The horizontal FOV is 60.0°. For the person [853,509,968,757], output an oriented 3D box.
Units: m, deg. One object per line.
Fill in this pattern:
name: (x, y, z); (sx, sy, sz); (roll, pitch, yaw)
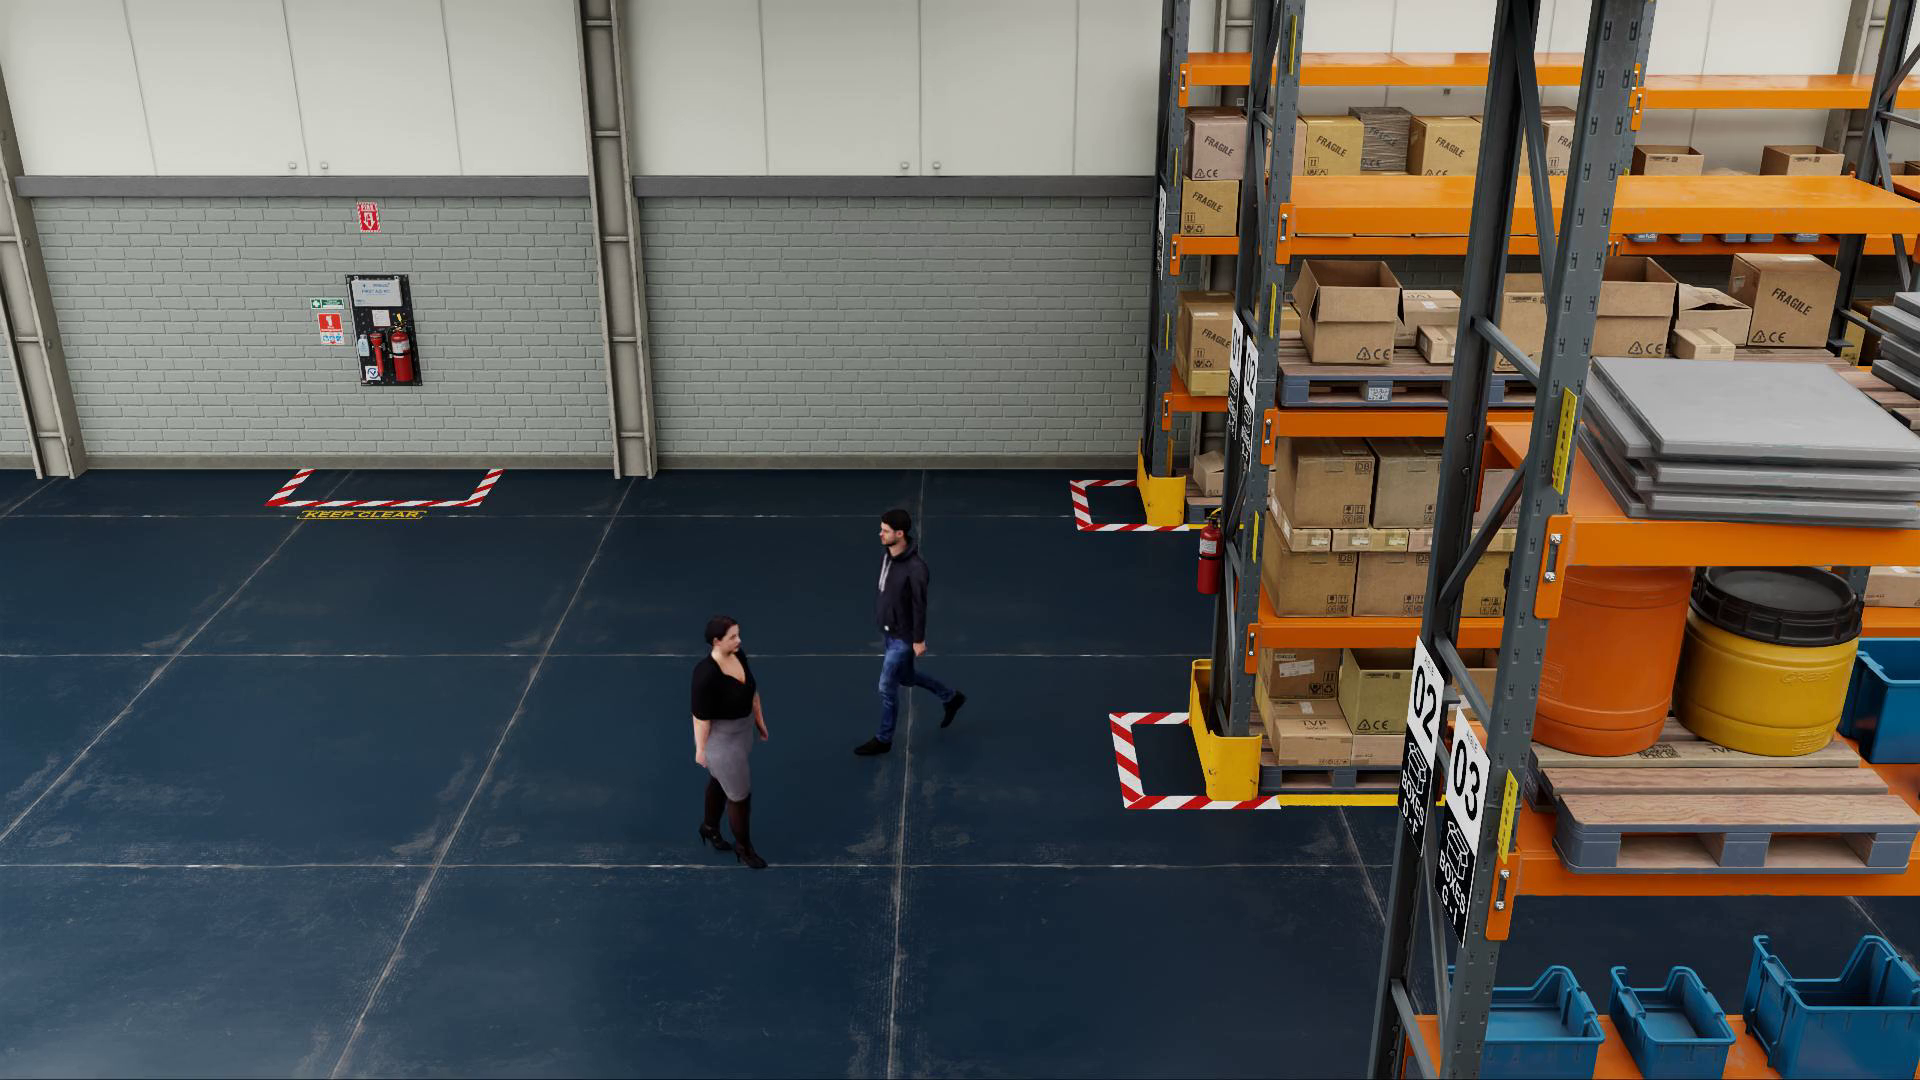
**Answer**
person: (-0.329, 0.645, 11.847); (1.270, 1.863, 1.030); (-11, 26, -25)

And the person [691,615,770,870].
person: (-1.582, 1.260, 10.565); (0.897, 1.736, 0.810); (8, 24, 18)
